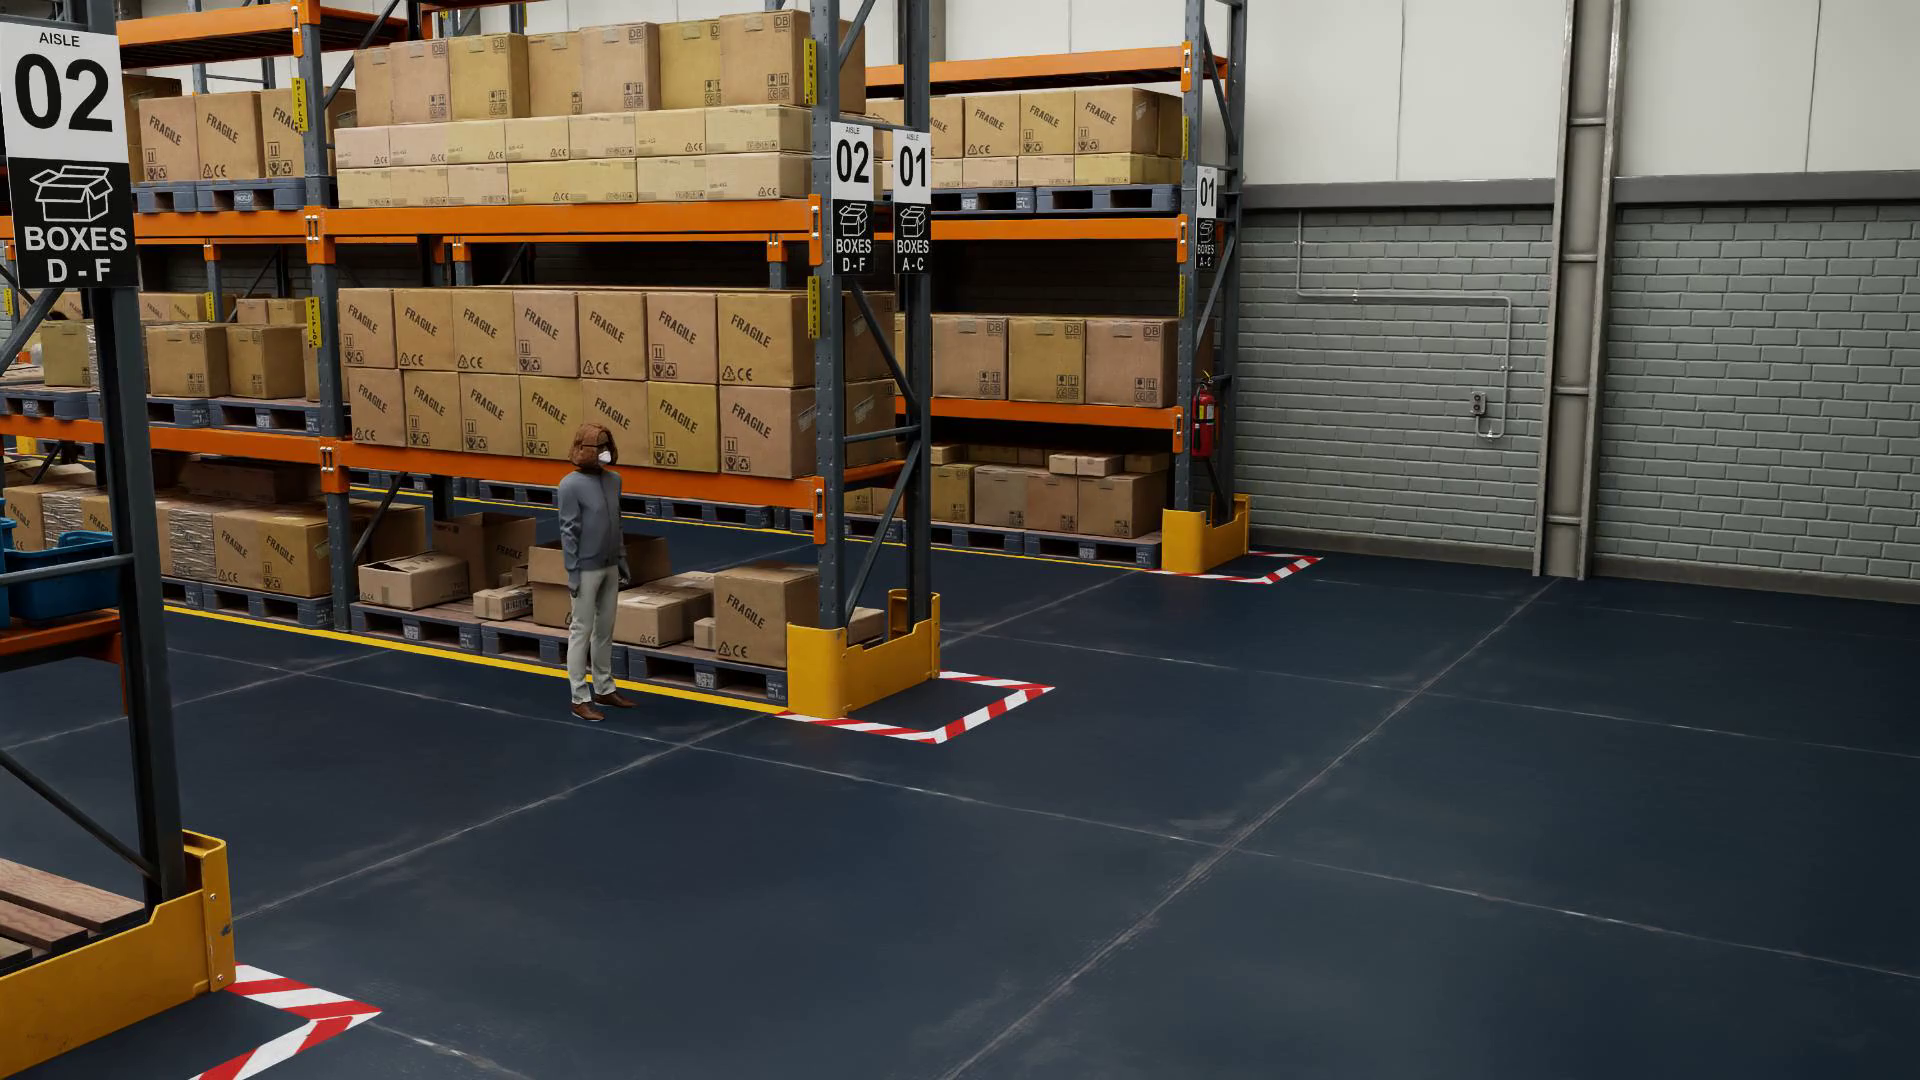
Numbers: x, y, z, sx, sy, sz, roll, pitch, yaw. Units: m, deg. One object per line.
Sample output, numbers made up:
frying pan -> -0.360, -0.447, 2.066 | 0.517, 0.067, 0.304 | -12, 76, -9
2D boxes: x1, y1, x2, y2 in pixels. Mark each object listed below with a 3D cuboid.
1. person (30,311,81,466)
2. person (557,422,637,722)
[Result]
person -> -10.222, -1.635, 18.892 | 1.004, 1.912, 0.625 | 8, 12, 38
person -> -2.002, 0.165, 9.164 | 0.280, 1.633, 0.502 | 4, 11, 25
